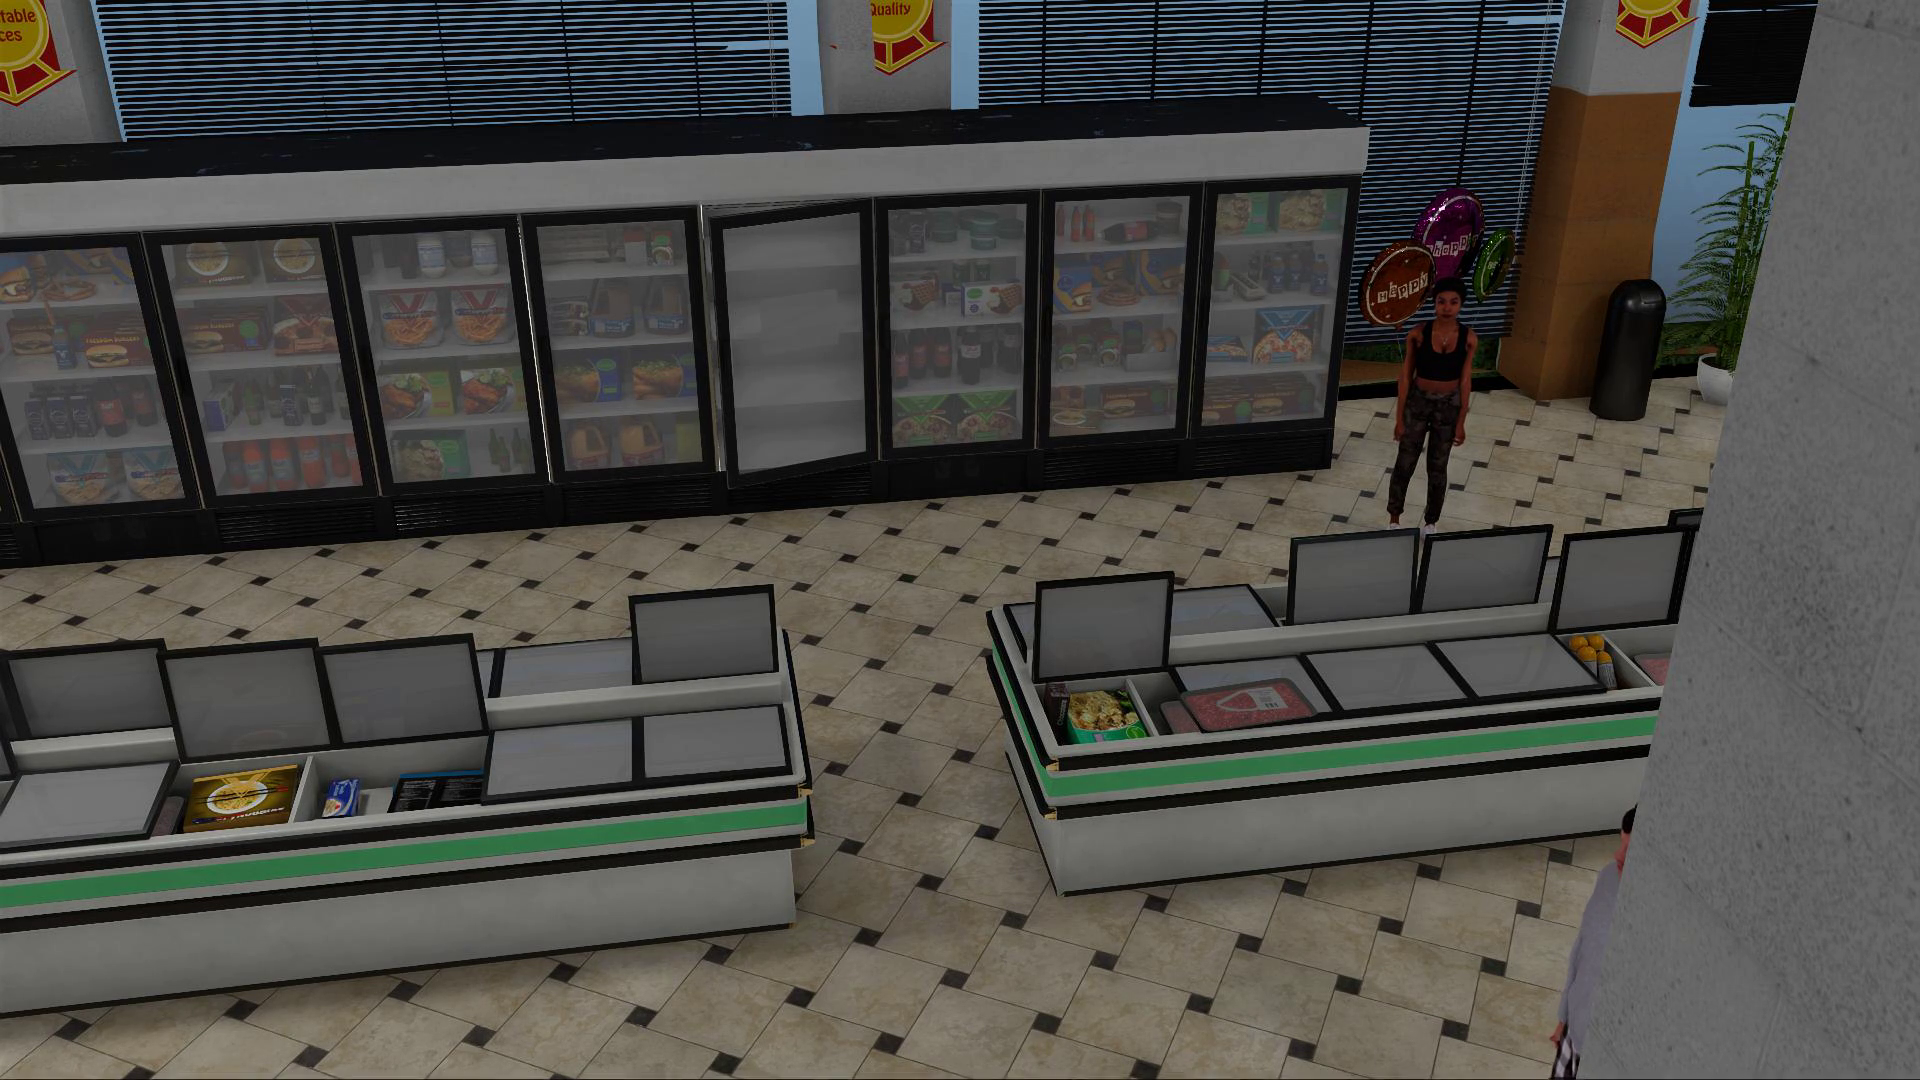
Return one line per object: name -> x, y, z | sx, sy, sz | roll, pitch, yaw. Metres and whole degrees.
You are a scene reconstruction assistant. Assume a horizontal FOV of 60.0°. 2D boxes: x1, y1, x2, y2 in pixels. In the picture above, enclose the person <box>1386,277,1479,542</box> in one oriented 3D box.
person -> 2.791, -0.747, 9.853 | 0.585, 1.700, 0.707 | 5, 27, 10
